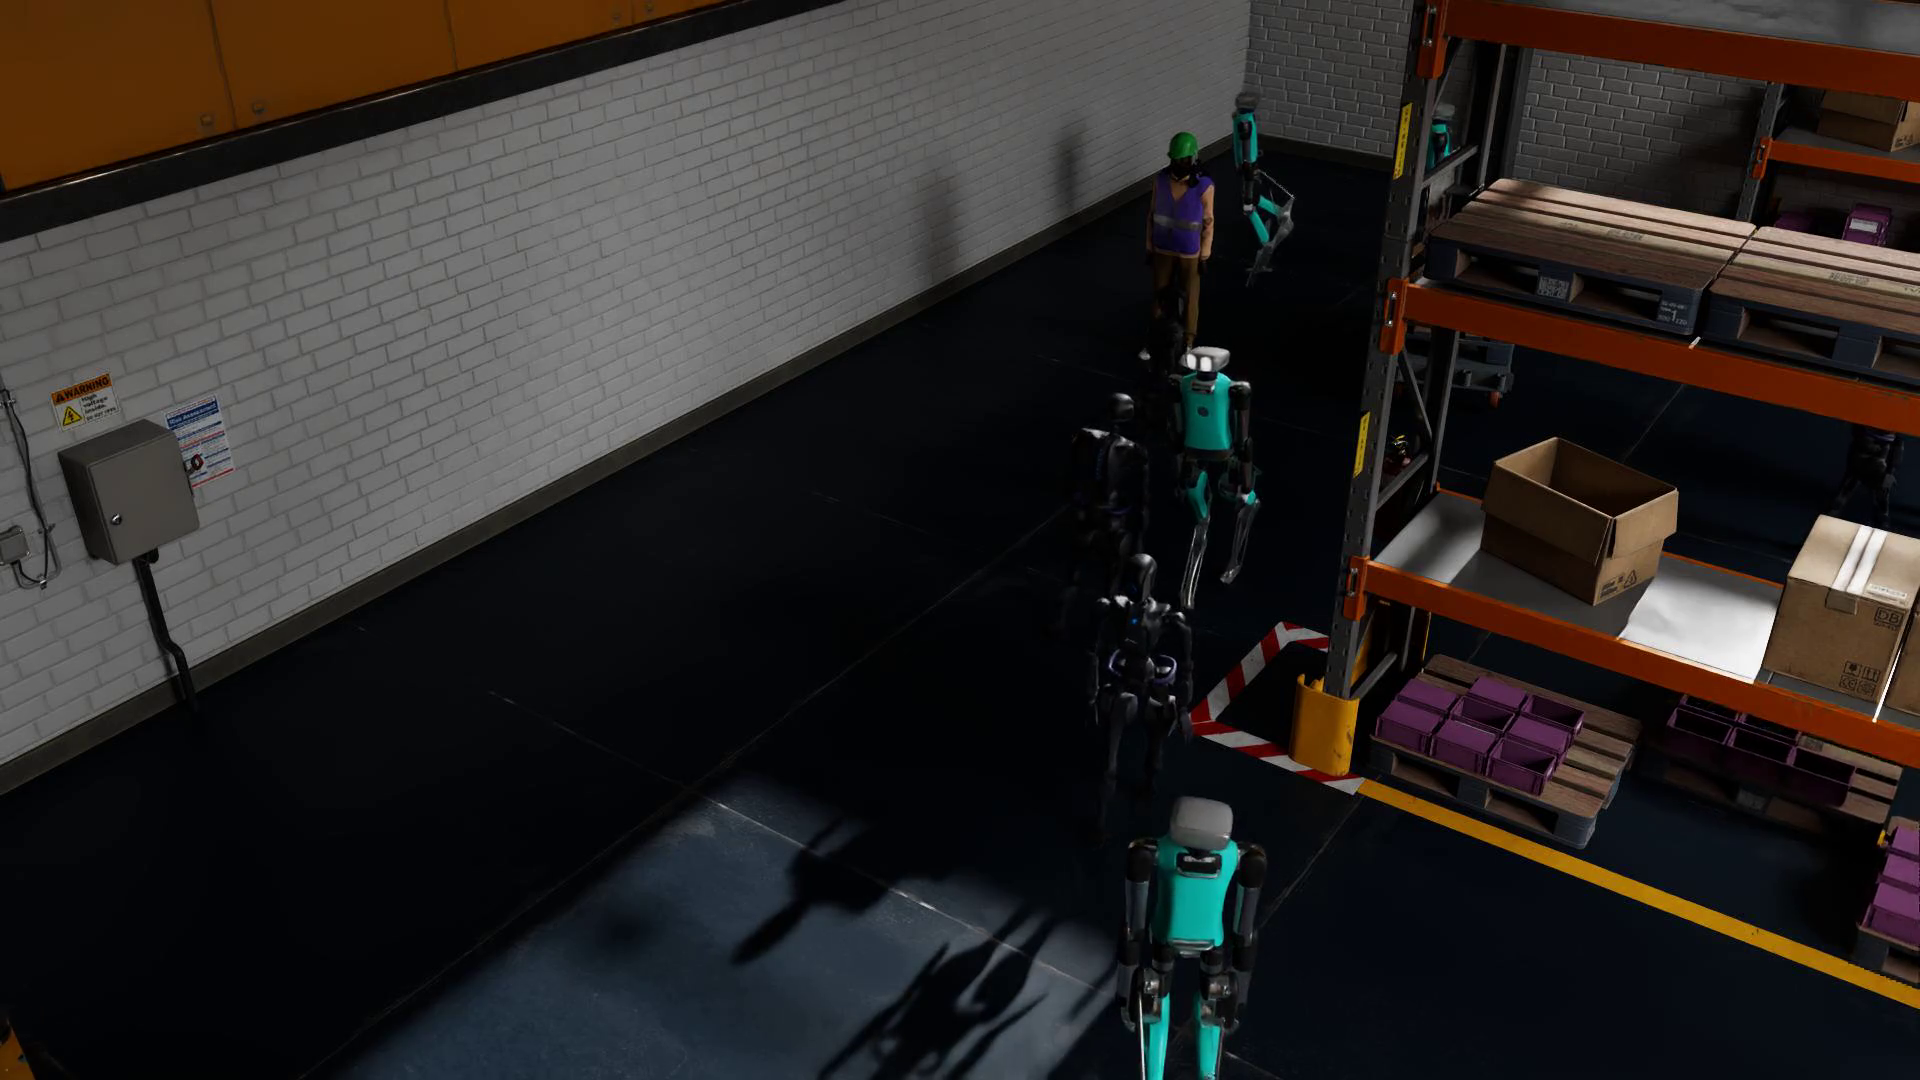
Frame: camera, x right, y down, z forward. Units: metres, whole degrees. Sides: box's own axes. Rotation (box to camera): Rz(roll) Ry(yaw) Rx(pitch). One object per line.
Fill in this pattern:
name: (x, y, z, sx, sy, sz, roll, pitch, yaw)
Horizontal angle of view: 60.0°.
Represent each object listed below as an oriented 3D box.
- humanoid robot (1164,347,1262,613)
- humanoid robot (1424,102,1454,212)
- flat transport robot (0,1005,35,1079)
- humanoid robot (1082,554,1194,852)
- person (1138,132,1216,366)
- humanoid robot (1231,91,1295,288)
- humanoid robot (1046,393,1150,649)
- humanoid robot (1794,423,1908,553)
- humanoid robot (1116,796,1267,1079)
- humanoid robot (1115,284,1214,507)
humanoid robot: (1.617, -0.458, 10.400, 0.568, 1.772, 0.920, 14, 33, 23)
humanoid robot: (4.414, -2.958, 14.807, 0.814, 1.873, 0.550, 2, 30, 3)
flat transport robot: (-4.581, 2.458, 6.776, 1.431, 0.231, 0.659, -23, 37, -34)
humanoid robot: (0.885, 0.801, 8.265, 0.589, 1.633, 0.718, 11, 32, 18)
person: (1.772, -2.359, 13.468, 0.538, 1.930, 0.420, 14, 33, 22)
humanoid robot: (2.782, -3.115, 15.025, 0.786, 1.829, 0.539, 3, 30, 5)
humanoid robot: (0.810, -0.096, 9.796, 0.602, 1.639, 0.380, 17, 34, 27)
humanoid robot: (5.925, -0.573, 10.647, 0.689, 1.632, 0.609, 6, 31, 11)
humanoid robot: (0.863, 1.914, 6.355, 0.543, 1.882, 0.754, 1, 30, 2)
humanoid robot: (1.384, -0.988, 11.385, 0.775, 1.629, 0.589, -2, 30, -3)
